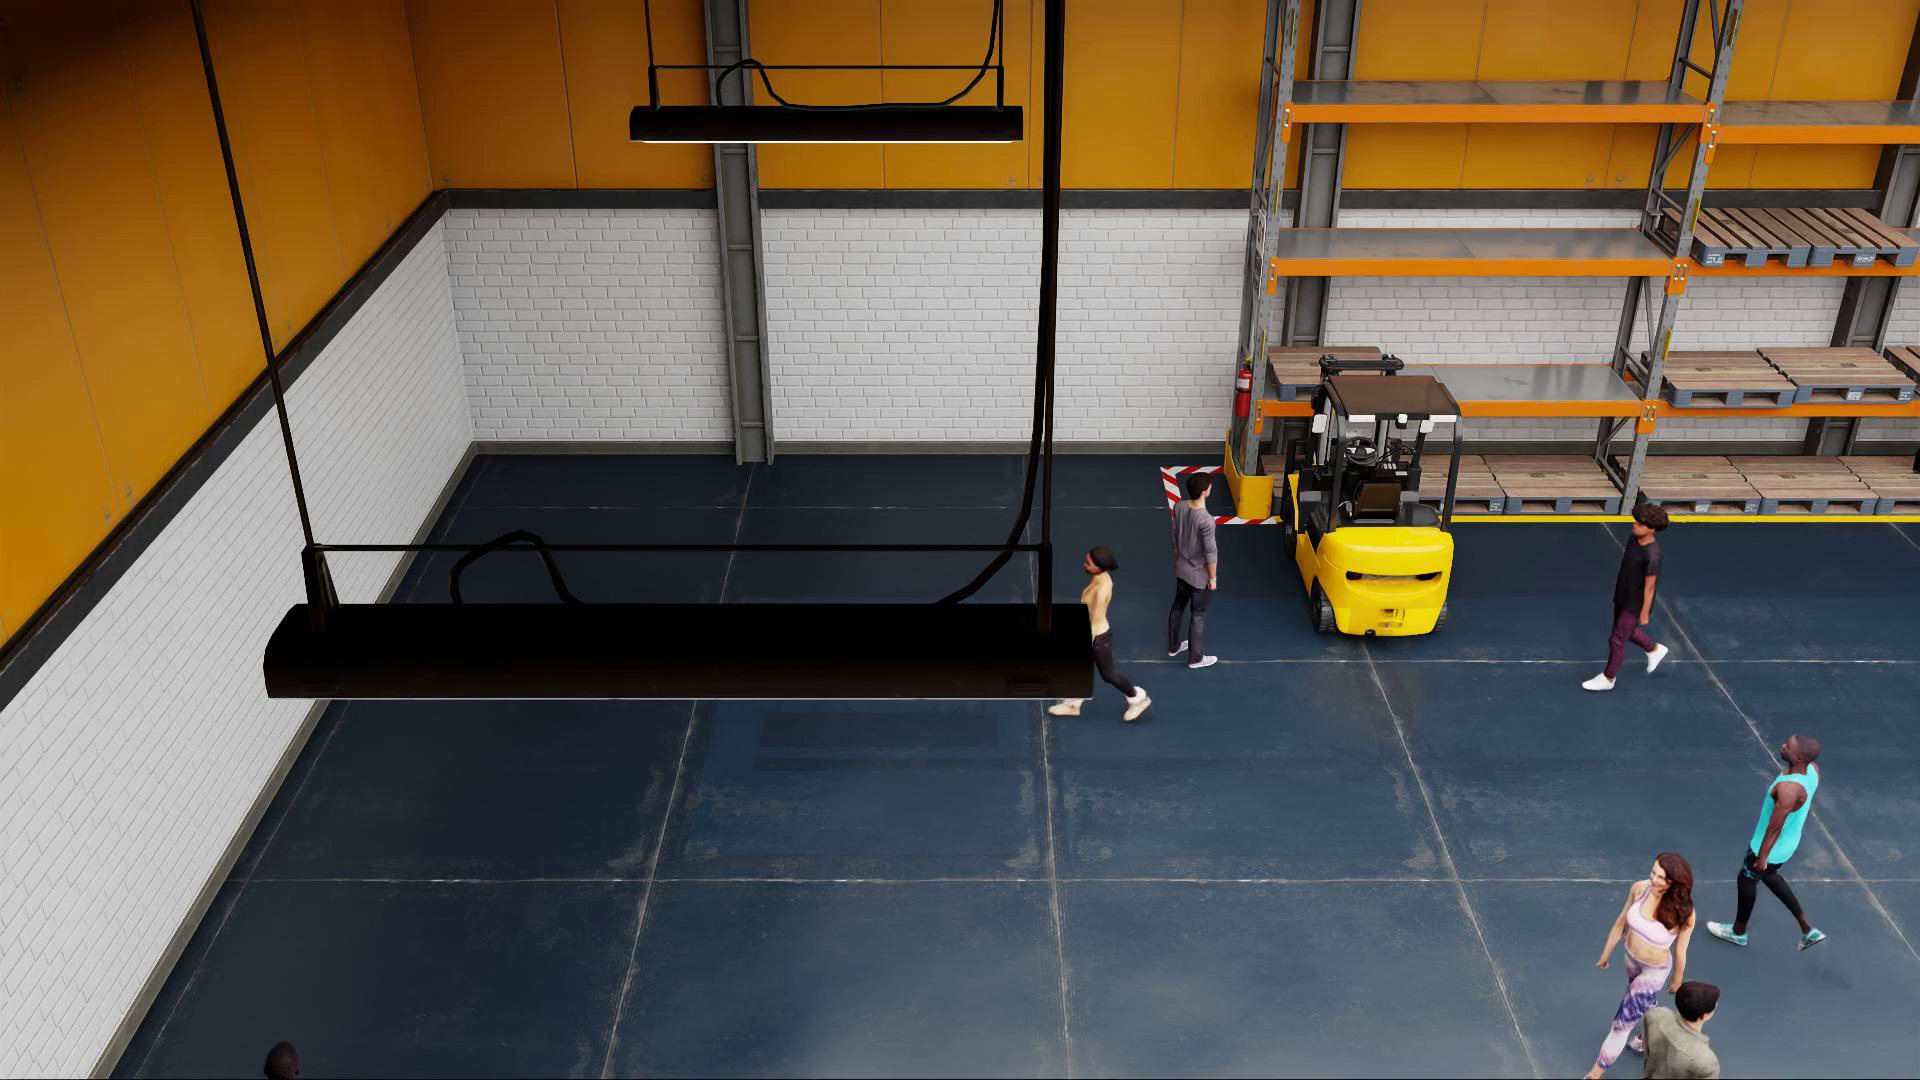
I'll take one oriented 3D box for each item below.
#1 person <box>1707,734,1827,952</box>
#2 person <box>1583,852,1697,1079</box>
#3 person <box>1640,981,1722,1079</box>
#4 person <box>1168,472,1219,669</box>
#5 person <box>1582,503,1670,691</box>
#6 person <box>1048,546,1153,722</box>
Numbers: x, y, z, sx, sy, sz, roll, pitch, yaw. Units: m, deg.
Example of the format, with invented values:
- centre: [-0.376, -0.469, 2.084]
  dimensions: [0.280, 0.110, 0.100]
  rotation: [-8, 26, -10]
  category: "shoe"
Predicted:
- centre: [5.619, 2.098, 11.276]
  dimensions: [0.982, 1.791, 1.027]
  rotation: [-24, 37, -37]
  category: "person"
- centre: [4.311, 2.645, 10.355]
  dimensions: [1.259, 1.713, 1.017]
  rotation: [-16, 32, -26]
  category: "person"
- centre: [3.810, 3.198, 9.196]
  dimensions: [1.032, 1.852, 0.896]
  rotation: [-10, 30, -17]
  category: "person"
- centre: [2.053, 0.247, 14.603]
  dimensions: [0.759, 1.854, 0.747]
  rotation: [-19, 34, -31]
  category: "person"
- centre: [5.847, 0.490, 14.254]
  dimensions: [1.029, 1.761, 0.673]
  rotation: [-2, 29, -4]
  category: "person"
- centre: [1.228, 0.807, 13.809]
  dimensions: [1.093, 1.632, 0.626]
  rotation: [-2, 29, -3]
  category: "person"
